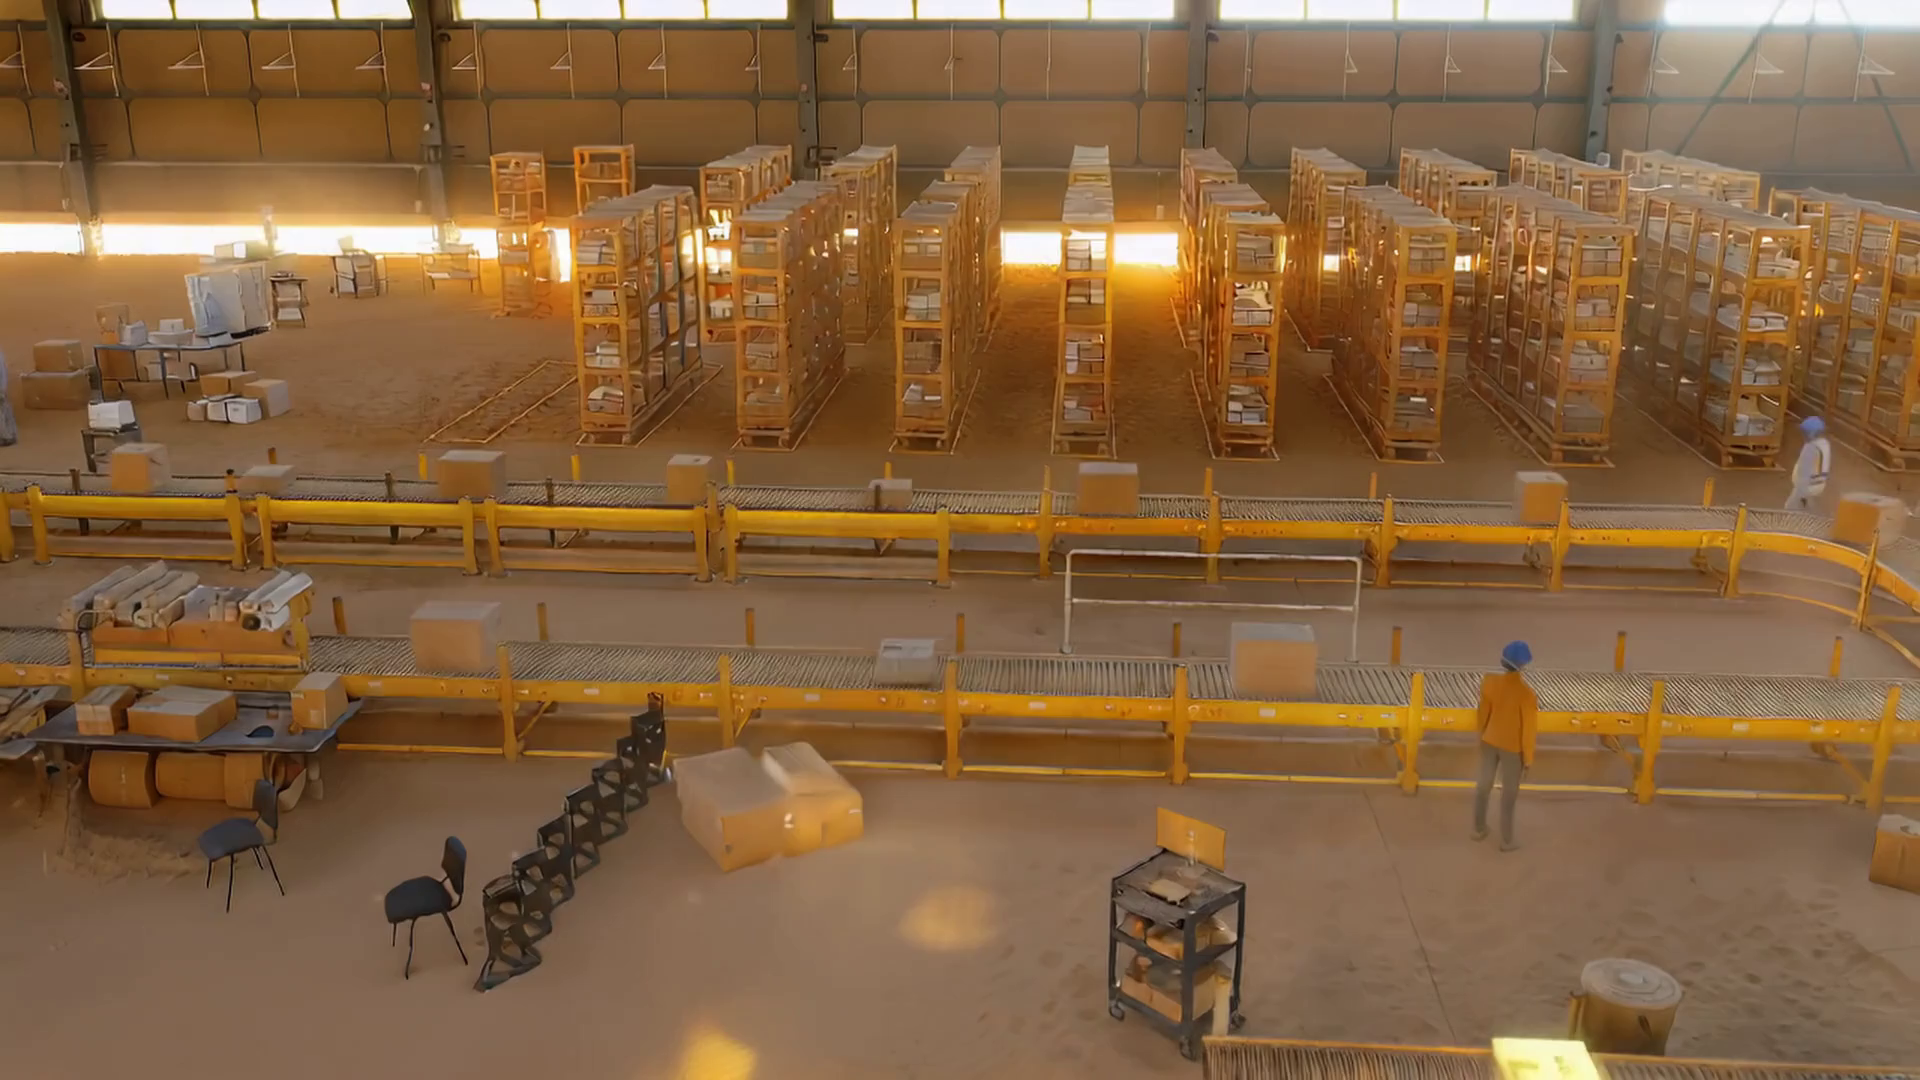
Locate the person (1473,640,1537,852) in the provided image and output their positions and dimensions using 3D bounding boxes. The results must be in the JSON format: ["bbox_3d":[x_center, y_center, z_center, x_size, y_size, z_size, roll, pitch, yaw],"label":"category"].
[{"bbox_3d":[4.409,1.648,13.442,0.327,1.769,0.525,-12,21,-34],"label":"person"}]

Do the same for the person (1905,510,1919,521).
[{"bbox_3d":[13.094,-1.166,22.179,0.844,1.873,0.664,5,18,17],"label":"person"}]

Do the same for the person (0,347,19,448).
[{"bbox_3d":[-15.104,-2.429,26.011,0.610,1.989,0.392,13,22,35],"label":"person"}]

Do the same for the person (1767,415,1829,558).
[{"bbox_3d":[10.464,-0.669,20.713,0.640,1.811,0.612,16,23,41],"label":"person"}]

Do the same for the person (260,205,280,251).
[{"bbox_3d":[-18.159,-7.896,43.664,0.917,1.808,0.628,-5,18,-17],"label":"person"}]
